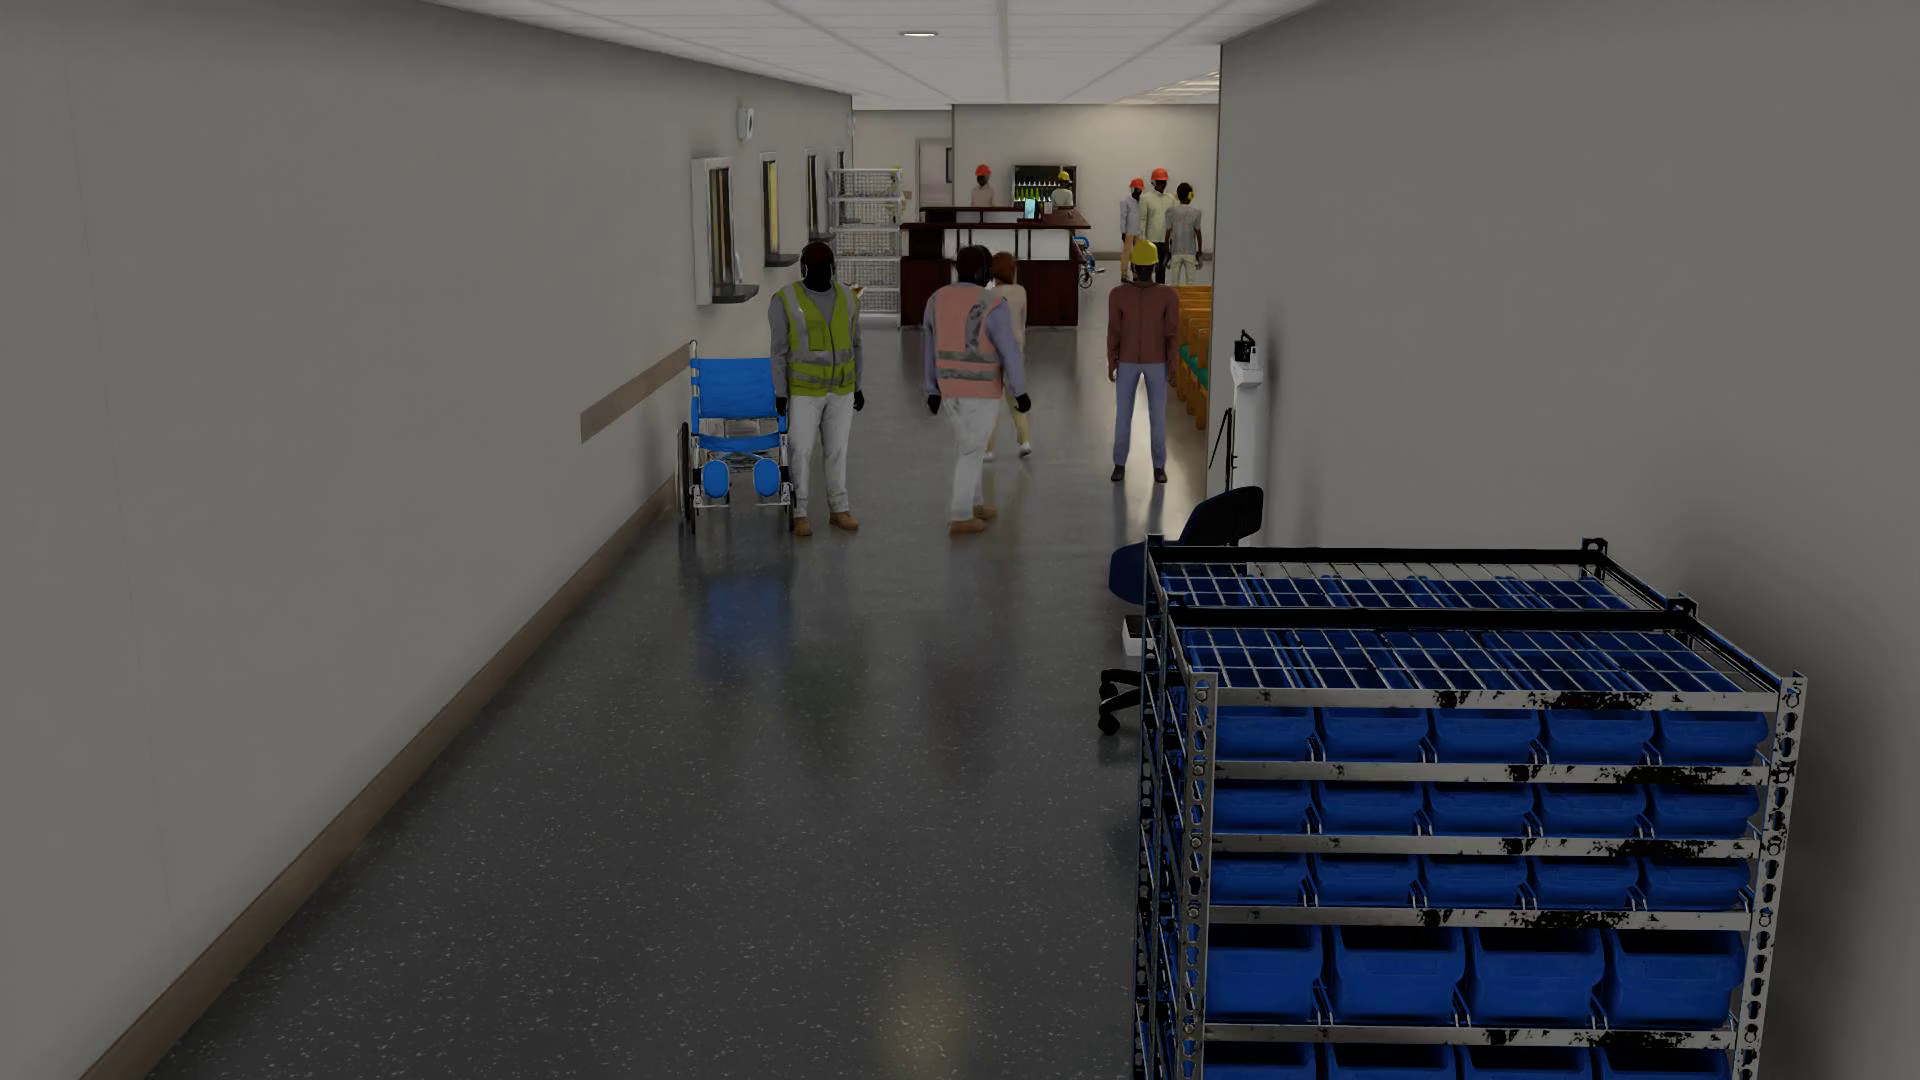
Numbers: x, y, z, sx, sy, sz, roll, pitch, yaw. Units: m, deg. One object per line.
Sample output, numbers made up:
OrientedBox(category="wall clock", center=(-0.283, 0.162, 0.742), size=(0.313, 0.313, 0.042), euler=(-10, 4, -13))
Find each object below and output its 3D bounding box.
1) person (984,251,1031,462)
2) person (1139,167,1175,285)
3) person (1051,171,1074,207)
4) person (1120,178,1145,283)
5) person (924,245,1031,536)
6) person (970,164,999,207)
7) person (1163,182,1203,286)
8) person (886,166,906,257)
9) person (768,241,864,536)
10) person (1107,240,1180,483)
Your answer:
OrientedBox(category="person", center=(0.308, -1.399, 12.774), size=(0.395, 1.614, 0.566), euler=(13, 19, 43))
OrientedBox(category="person", center=(2.842, -4.345, 23.955), size=(0.612, 1.995, 0.376), euler=(-8, 16, -30))
OrientedBox(category="person", center=(1.922, -5.966, 31.001), size=(0.305, 1.771, 0.525), euler=(-13, 19, -43))
OrientedBox(category="person", center=(2.925, -5.178, 27.852), size=(0.564, 1.743, 0.352), euler=(-9, 17, -33))
OrientedBox(category="person", center=(0.147, -0.953, 10.550), size=(0.700, 1.815, 0.629), euler=(-13, 19, -42))
OrientedBox(category="person", center=(0.439, -5.326, 27.987), size=(0.801, 1.971, 0.631), euler=(-13, 19, -42))
OrientedBox(category="person", center=(2.886, -3.670, 21.493), size=(0.519, 1.865, 0.326), euler=(4, 14, 16))
OrientedBox(category="person", center=(-1.267, -6.476, 32.932), size=(0.404, 1.834, 0.600), euler=(0, 14, -1))
OrientedBox(category="person", center=(-0.884, -0.952, 10.502), size=(0.633, 1.843, 0.429), euler=(-8, 16, -29))
OrientedBox(category="person", center=(1.317, -1.279, 12.012), size=(0.521, 1.758, 0.349), euler=(2, 14, 9))
